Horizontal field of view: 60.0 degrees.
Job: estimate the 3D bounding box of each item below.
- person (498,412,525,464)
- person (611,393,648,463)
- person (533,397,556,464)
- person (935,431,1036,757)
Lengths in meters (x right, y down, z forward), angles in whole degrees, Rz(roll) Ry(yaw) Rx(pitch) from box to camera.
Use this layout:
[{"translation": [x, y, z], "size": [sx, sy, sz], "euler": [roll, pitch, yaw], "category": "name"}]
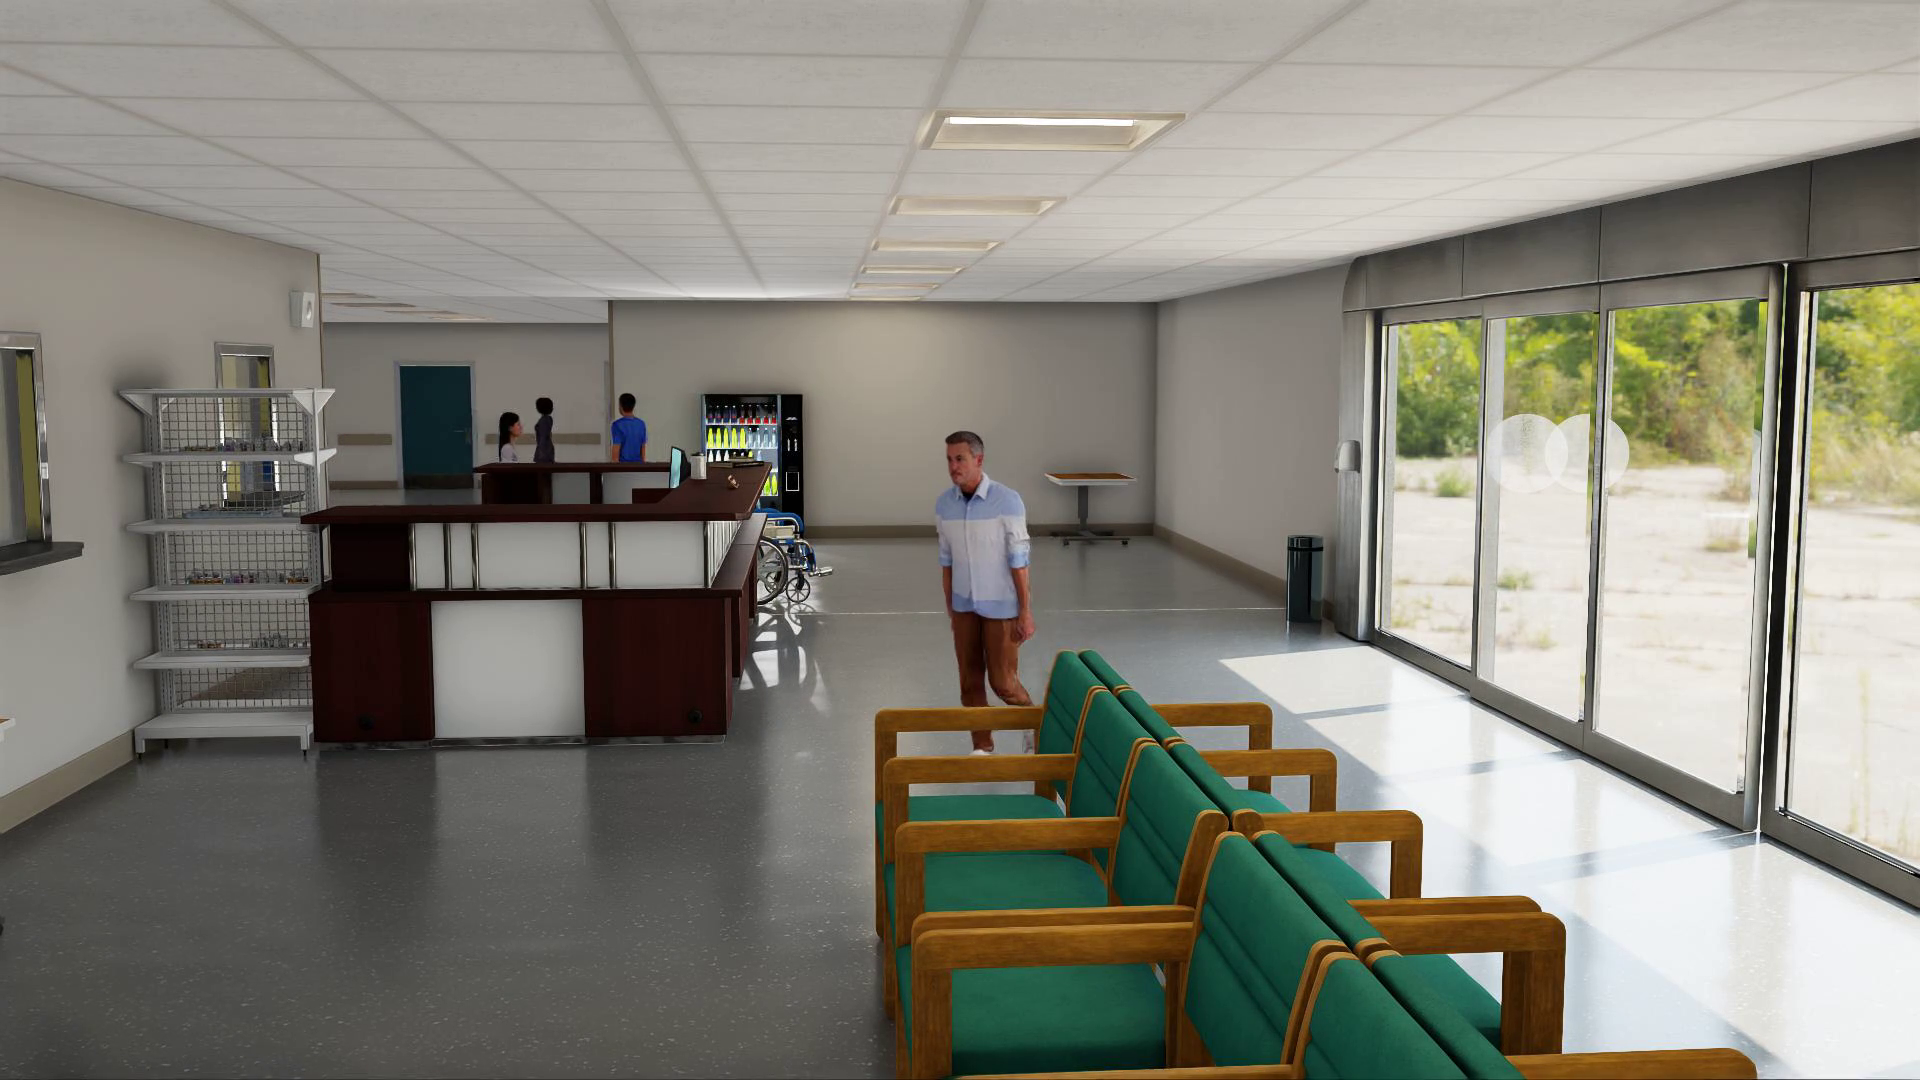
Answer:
[{"translation": [-4.293, -0.324, 15.536], "size": [0.829, 1.718, 0.707], "euler": [-2, 6, -15], "category": "person"}, {"translation": [-3.690, -0.716, 18.765], "size": [1.066, 1.851, 1.080], "euler": [-6, 8, -44], "category": "person"}, {"translation": [-6.439, -1.376, 26.137], "size": [1.075, 1.689, 0.768], "euler": [1, 6, 10], "category": "person"}, {"translation": [0.175, 0.343, 8.583], "size": [0.969, 1.781, 1.008], "euler": [3, 7, 30], "category": "person"}]
